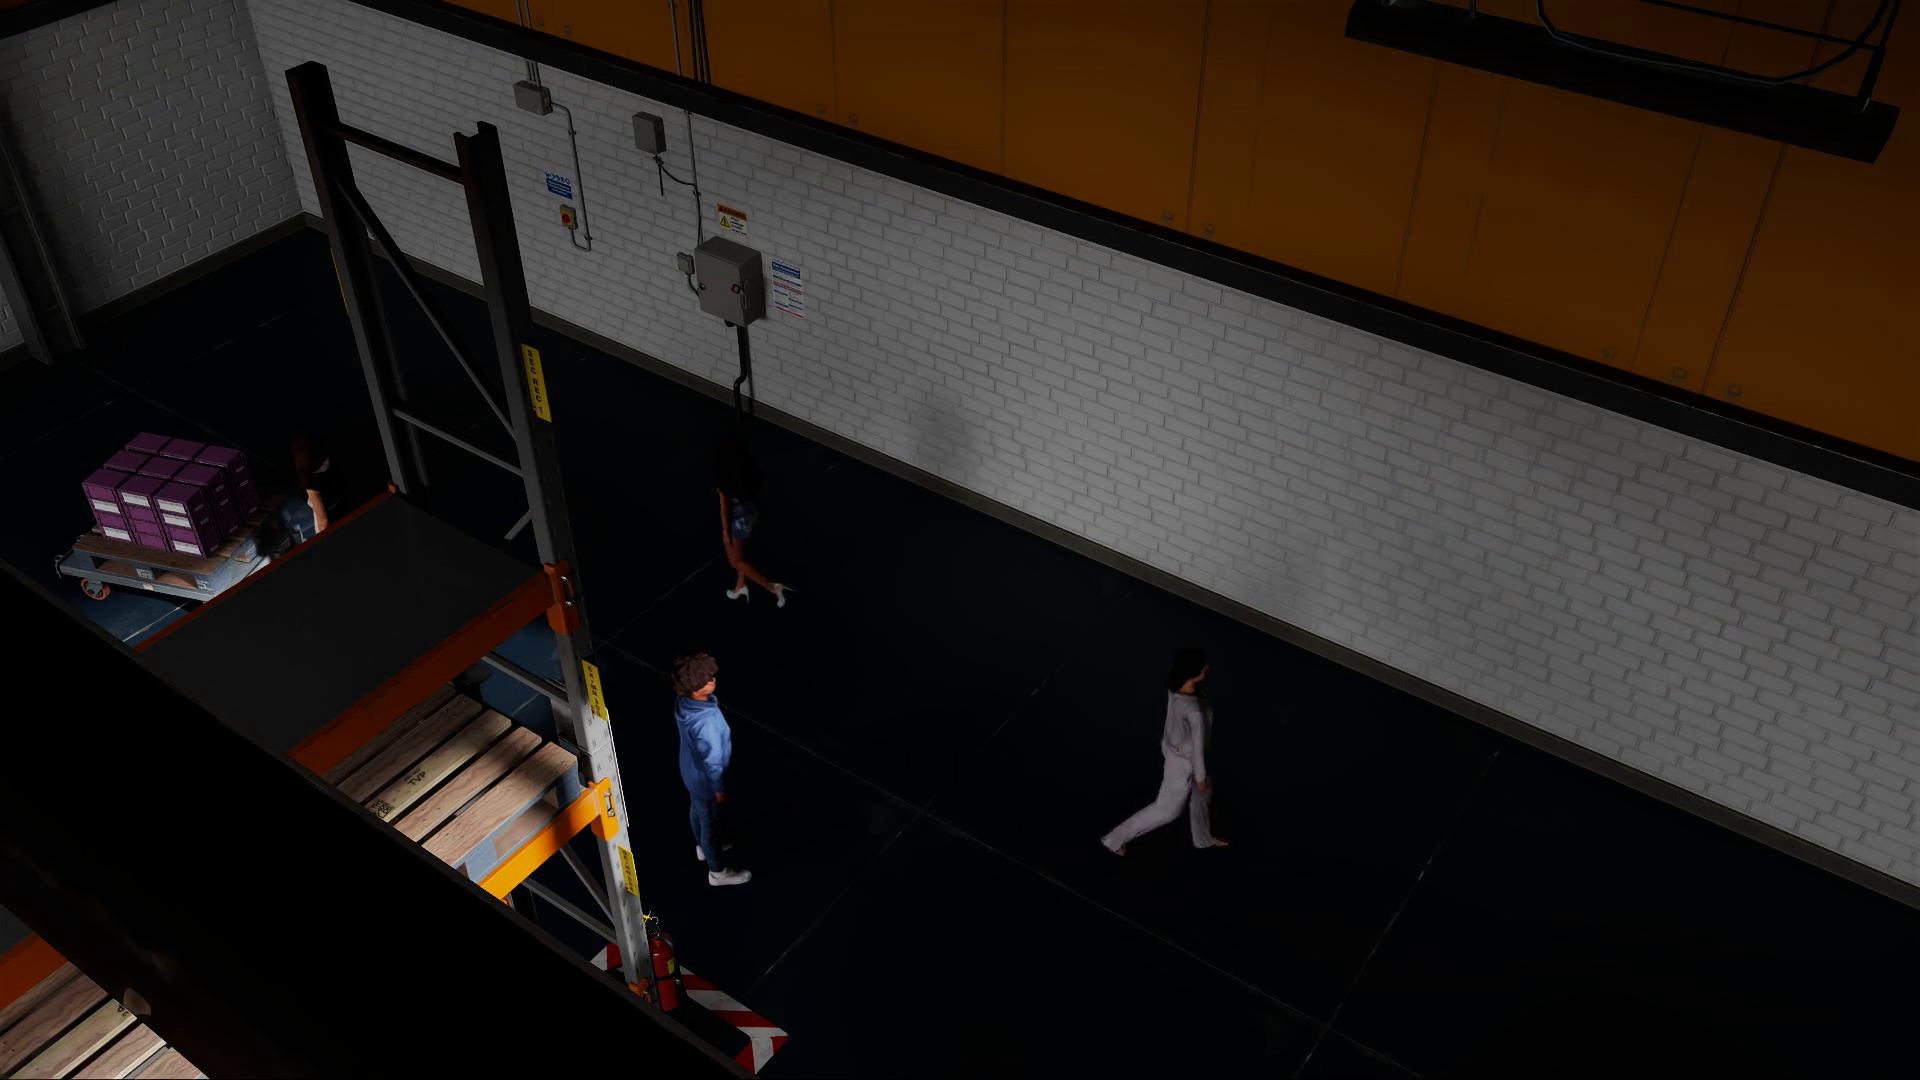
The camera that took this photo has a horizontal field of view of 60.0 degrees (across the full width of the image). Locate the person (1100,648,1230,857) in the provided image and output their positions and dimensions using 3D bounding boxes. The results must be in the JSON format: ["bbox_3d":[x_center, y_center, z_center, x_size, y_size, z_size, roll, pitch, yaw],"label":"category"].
[{"bbox_3d":[1.313,1.395,10.413,1.102,1.739,1.091,-3,39,-4],"label":"person"}]

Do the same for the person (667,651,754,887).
[{"bbox_3d":[-1.587,1.411,10.335,0.764,1.811,0.756,-14,41,-17],"label":"person"}]

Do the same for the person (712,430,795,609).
[{"bbox_3d":[-1.576,-0.104,12.393,0.736,1.609,0.841,15,41,18],"label":"person"}]

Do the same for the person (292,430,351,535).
[{"bbox_3d":[-4.560,-0.055,12.182,0.721,1.796,0.592,5,39,6],"label":"person"}]
